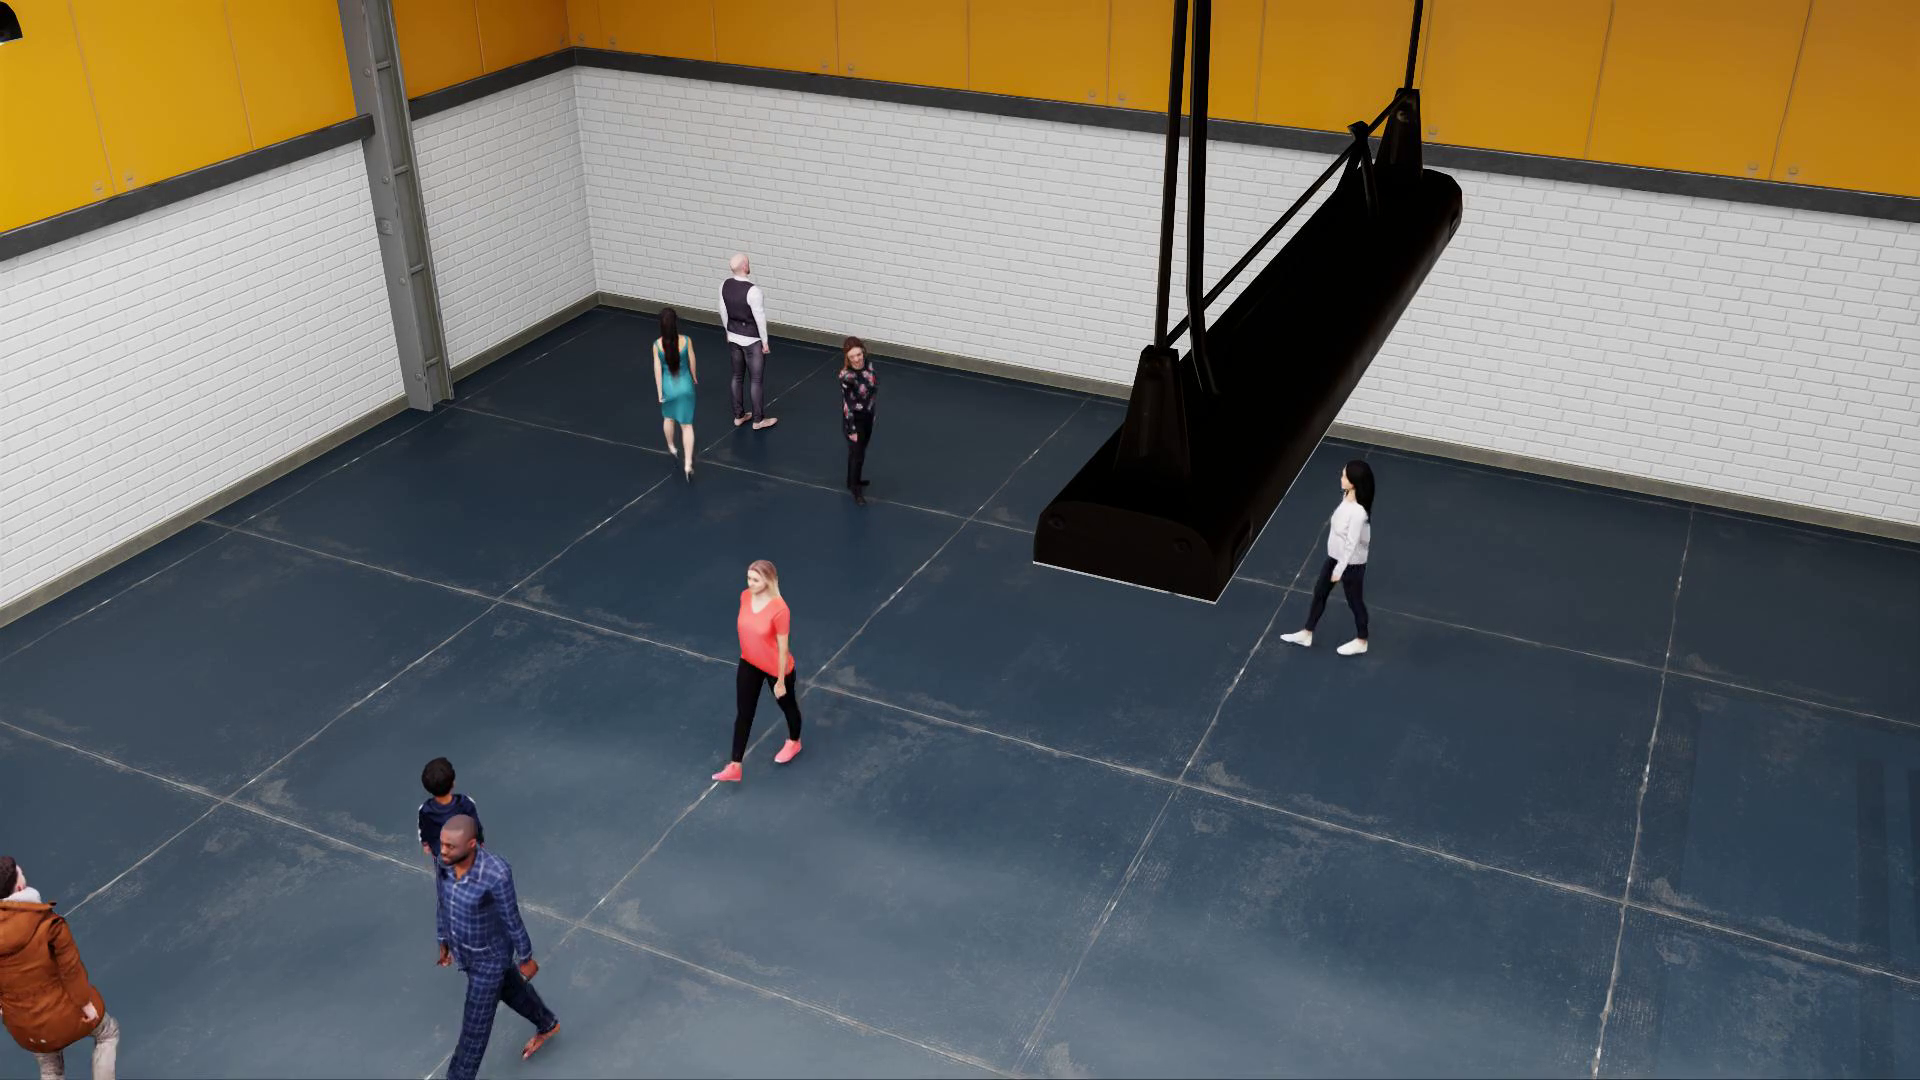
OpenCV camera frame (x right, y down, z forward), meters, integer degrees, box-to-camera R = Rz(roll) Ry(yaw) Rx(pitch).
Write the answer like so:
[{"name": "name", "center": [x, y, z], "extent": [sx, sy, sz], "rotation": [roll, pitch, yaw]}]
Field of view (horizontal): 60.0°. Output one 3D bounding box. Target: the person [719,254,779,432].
[{"name": "person", "center": [-2.143, -1.985, 16.634], "extent": [0.703, 1.824, 0.613], "rotation": [16, 32, 27]}]

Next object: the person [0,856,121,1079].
[{"name": "person", "center": [-4.695, 2.444, 8.513], "extent": [0.850, 1.826, 0.871], "rotation": [-3, 29, -5]}]

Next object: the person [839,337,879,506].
[{"name": "person", "center": [-0.943, -1.121, 15.222], "extent": [0.779, 1.659, 0.603], "rotation": [10, 30, 17]}]

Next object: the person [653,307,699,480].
[{"name": "person", "center": [-2.640, -1.367, 15.679], "extent": [0.865, 1.653, 0.990], "rotation": [-6, 29, -11]}]

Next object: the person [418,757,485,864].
[{"name": "person", "center": [-3.105, 1.905, 10.163], "extent": [0.811, 1.191, 0.901], "rotation": [-7, 29, -12]}]

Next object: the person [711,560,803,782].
[{"name": "person", "center": [-1.274, 0.862, 11.583], "extent": [0.708, 1.663, 1.059], "rotation": [17, 33, 28]}]

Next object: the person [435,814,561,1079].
[{"name": "person", "center": [-2.506, 2.193, 9.020], "extent": [0.878, 1.780, 1.246], "rotation": [21, 35, 33]}]

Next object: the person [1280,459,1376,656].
[{"name": "person", "center": [3.087, 0.166, 12.846], "extent": [0.952, 1.675, 0.966], "rotation": [-3, 29, -6]}]
